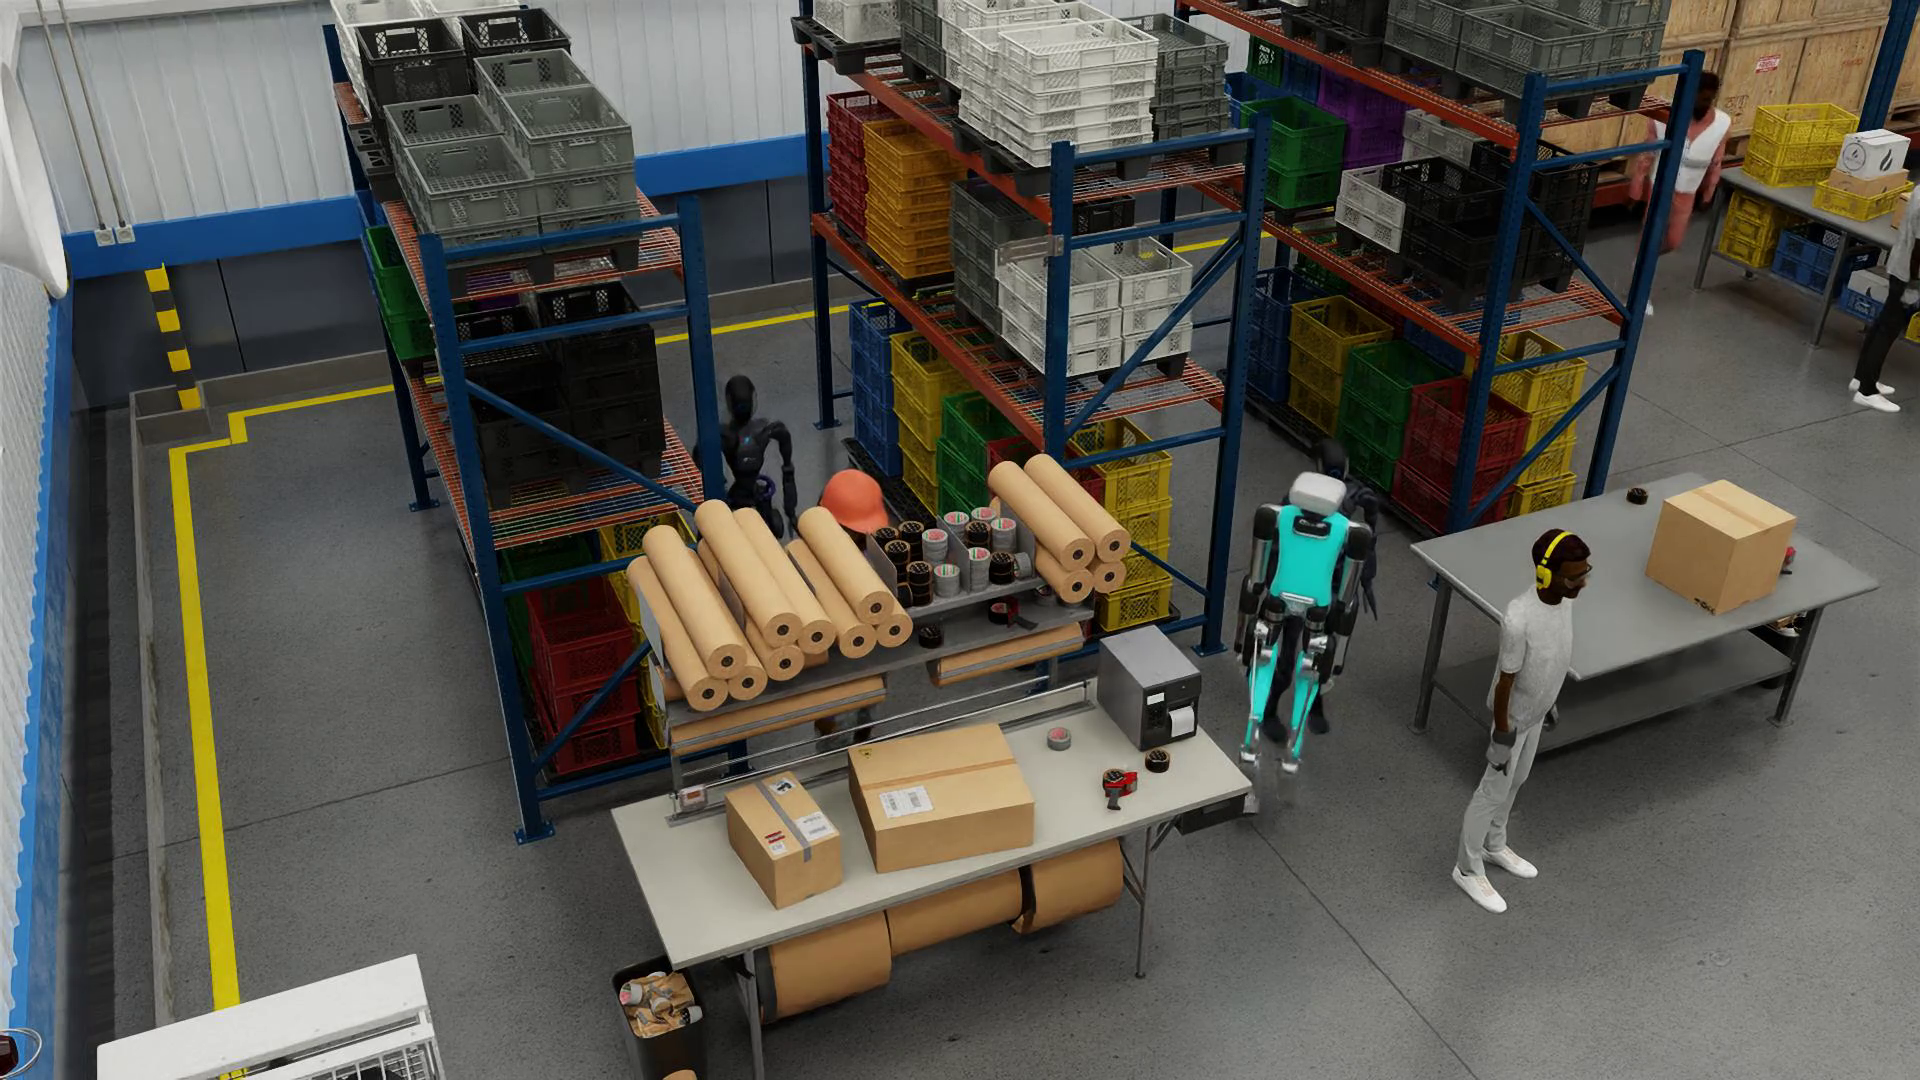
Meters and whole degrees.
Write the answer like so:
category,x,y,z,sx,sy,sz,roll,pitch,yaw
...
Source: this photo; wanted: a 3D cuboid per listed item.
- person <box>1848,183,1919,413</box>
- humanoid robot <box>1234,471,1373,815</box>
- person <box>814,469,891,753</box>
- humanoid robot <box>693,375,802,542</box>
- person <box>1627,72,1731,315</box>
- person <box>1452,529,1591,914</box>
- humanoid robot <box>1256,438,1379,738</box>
category,x,y,z,sx,sy,sz,roll,pitch,yaw
person,6.498,-1.798,11.368,0.323,1.870,0.523,12,34,18
humanoid robot,1.474,0.634,7.574,0.543,1.811,0.819,11,33,17
person,-0.464,0.582,7.339,0.391,2.040,0.607,14,34,21
humanoid robot,-1.168,-0.164,8.900,0.591,1.635,0.577,-12,34,-19
person,5.509,-2.740,12.878,0.625,1.885,0.678,4,32,6
person,2.450,0.771,7.192,0.329,1.872,0.509,26,40,36
humanoid robot,1.779,0.233,8.247,0.609,1.654,0.307,-4,32,-7
